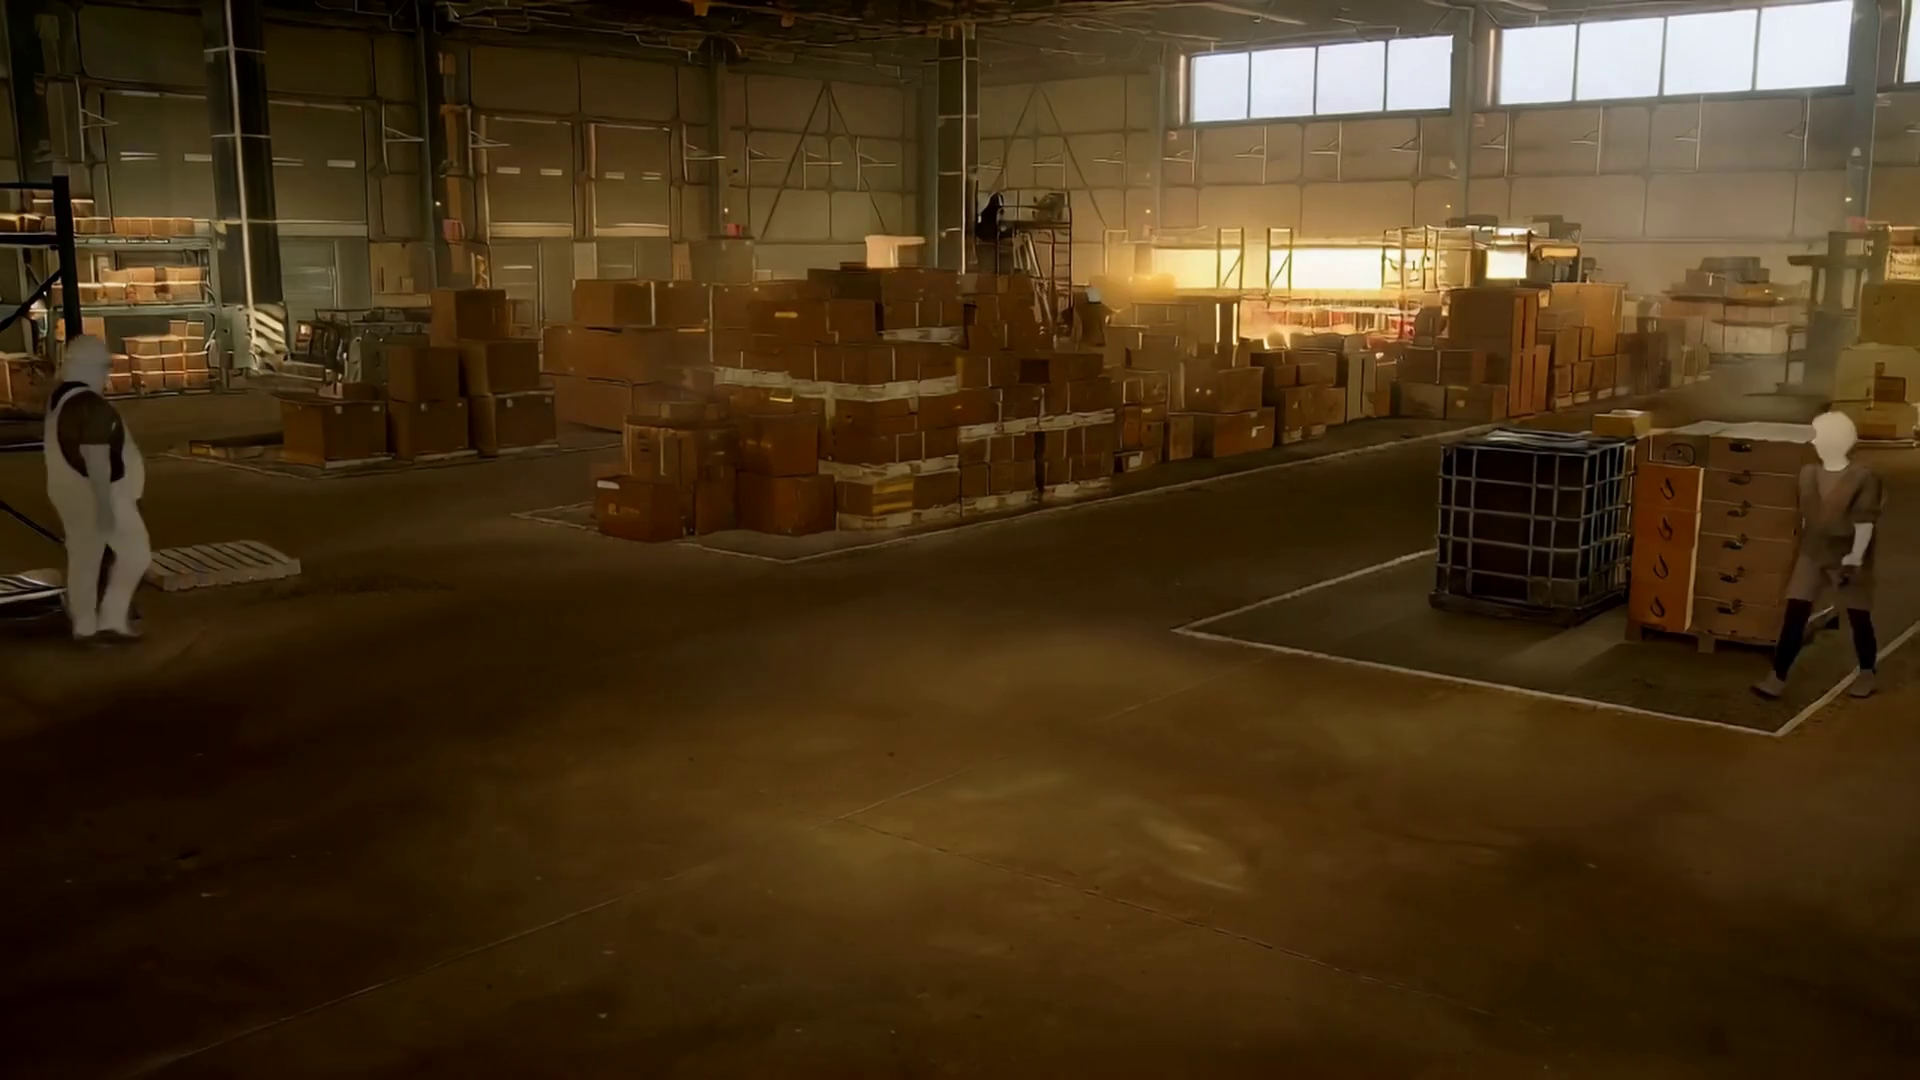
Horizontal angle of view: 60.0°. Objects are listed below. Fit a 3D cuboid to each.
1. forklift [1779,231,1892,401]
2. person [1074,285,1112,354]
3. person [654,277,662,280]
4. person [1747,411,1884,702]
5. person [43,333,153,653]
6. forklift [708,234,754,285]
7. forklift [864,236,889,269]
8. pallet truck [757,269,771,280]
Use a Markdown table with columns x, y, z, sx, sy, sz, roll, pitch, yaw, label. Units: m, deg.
| x | y | z | sx | sy | sz | roll | pitch | yaw | label |
| --- | --- | --- | --- | --- | --- | --- | --- | --- | --- |
| 15.004 | -3.785 | 27.943 | 1.873 | 2.768 | 1.129 | -4 | 11 | -24 | forklift |
| 2.175 | -3.179 | 27.166 | 0.635 | 1.939 | 0.359 | 1 | 10 | 7 | person |
| -6.516 | -4.725 | 36.016 | 0.634 | 1.930 | 0.384 | -5 | 11 | -25 | person |
| 4.862 | 0.106 | 9.275 | 0.879 | 1.642 | 0.541 | -5 | 11 | -27 | person |
| -5.419 | -0.295 | 10.462 | 0.706 | 2.000 | 0.538 | 8 | 13 | 39 | person |
| -4.754 | -4.993 | 34.817 | 1.129 | 2.768 | 1.873 | -2 | 10 | -12 | forklift |
| -1.954 | -5.812 | 39.481 | 1.873 | 2.768 | 1.129 | 2 | 10 | 12 | forklift |
| -4.996 | -6.432 | 45.525 | 1.885 | 1.965 | 0.823 | -6 | 12 | -32 | pallet truck |
